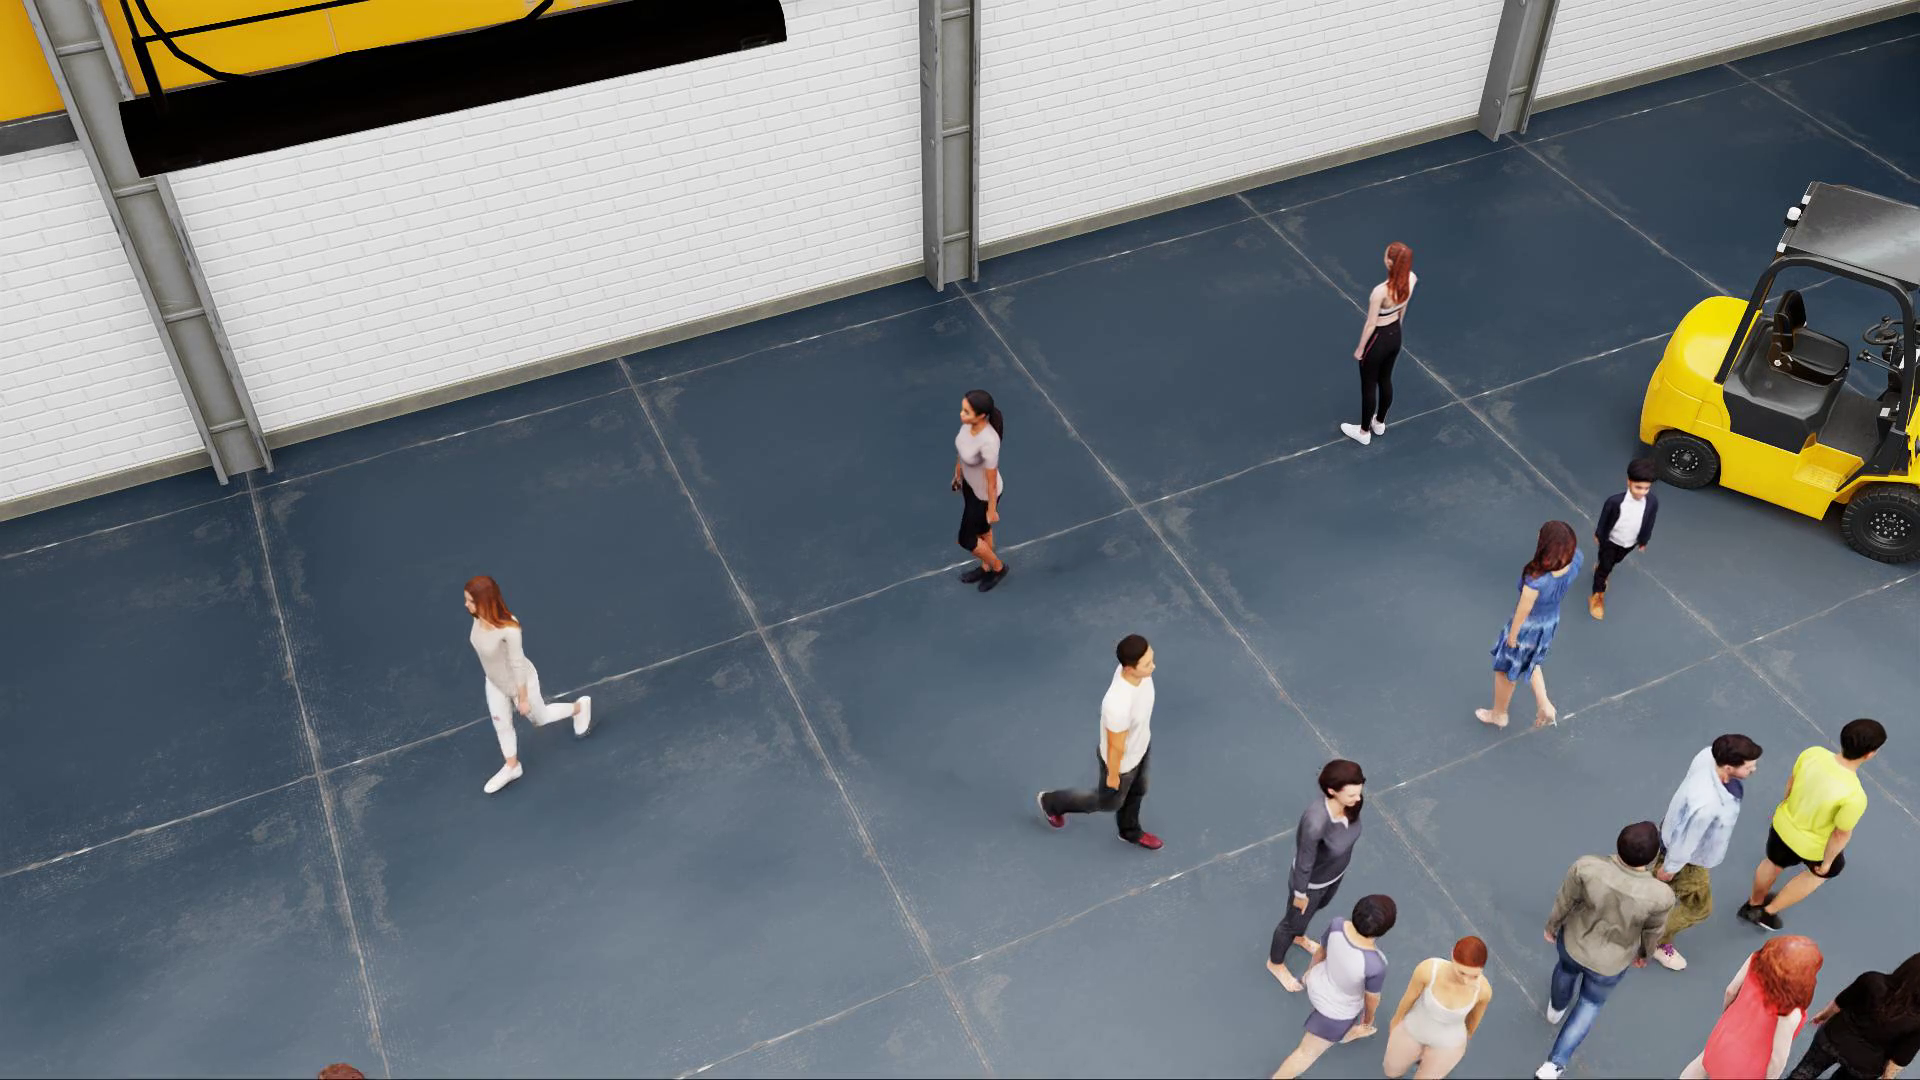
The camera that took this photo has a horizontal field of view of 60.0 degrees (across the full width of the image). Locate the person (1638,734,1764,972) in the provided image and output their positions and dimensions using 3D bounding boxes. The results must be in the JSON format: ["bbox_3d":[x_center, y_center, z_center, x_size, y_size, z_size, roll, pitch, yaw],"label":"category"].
[{"bbox_3d":[3.936,1.652,9.191,0.883,1.797,0.818,16,46,16],"label":"person"}]

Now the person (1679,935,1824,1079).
[{"bbox_3d":[3.878,2.521,8.256,0.591,1.828,0.637,-7,44,-7],"label":"person"}]

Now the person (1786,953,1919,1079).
[{"bbox_3d":[4.429,2.595,8.330,0.967,1.618,0.732,-32,52,-29],"label":"person"}]

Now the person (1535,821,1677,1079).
[{"bbox_3d":[3.268,2.174,8.612,1.038,1.839,1.196,23,48,22],"label":"person"}]

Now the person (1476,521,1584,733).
[{"bbox_3d":[3.595,0.610,10.286,0.808,1.794,0.824,-28,50,-26],"label":"person"}]

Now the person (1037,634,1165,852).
[{"bbox_3d":[0.863,1.187,9.689,1.101,1.783,1.054,16,46,16],"label":"person"}]

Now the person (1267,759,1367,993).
[{"bbox_3d":[1.946,1.790,9.066,0.744,1.769,0.601,30,51,28],"label":"person"}]

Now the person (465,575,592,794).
[{"bbox_3d":[-2.663,0.808,10.156,0.913,1.687,1.148,28,50,27],"label":"person"}]

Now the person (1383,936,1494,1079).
[{"bbox_3d":[2.411,2.445,8.482,0.834,1.626,0.897,14,45,15],"label":"person"}]

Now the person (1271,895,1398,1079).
[{"bbox_3d":[1.902,2.394,8.612,1.018,1.521,0.587,-18,47,-18],"label":"person"}]

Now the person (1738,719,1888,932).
[{"bbox_3d":[4.670,1.636,9.279,0.662,1.698,0.645,-15,46,-15],"label":"person"}]

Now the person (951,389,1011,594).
[{"bbox_3d":[0.219,-0.357,11.343,0.667,1.736,0.666,-11,45,-11],"label":"person"}]

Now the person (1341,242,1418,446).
[{"bbox_3d":[3.177,-1.484,12.523,0.493,1.742,0.676,-26,49,-24],"label":"person"}]

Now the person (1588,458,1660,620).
[{"bbox_3d":[4.554,-0.090,11.445,0.768,1.210,0.768,4,44,4],"label":"person"}]
